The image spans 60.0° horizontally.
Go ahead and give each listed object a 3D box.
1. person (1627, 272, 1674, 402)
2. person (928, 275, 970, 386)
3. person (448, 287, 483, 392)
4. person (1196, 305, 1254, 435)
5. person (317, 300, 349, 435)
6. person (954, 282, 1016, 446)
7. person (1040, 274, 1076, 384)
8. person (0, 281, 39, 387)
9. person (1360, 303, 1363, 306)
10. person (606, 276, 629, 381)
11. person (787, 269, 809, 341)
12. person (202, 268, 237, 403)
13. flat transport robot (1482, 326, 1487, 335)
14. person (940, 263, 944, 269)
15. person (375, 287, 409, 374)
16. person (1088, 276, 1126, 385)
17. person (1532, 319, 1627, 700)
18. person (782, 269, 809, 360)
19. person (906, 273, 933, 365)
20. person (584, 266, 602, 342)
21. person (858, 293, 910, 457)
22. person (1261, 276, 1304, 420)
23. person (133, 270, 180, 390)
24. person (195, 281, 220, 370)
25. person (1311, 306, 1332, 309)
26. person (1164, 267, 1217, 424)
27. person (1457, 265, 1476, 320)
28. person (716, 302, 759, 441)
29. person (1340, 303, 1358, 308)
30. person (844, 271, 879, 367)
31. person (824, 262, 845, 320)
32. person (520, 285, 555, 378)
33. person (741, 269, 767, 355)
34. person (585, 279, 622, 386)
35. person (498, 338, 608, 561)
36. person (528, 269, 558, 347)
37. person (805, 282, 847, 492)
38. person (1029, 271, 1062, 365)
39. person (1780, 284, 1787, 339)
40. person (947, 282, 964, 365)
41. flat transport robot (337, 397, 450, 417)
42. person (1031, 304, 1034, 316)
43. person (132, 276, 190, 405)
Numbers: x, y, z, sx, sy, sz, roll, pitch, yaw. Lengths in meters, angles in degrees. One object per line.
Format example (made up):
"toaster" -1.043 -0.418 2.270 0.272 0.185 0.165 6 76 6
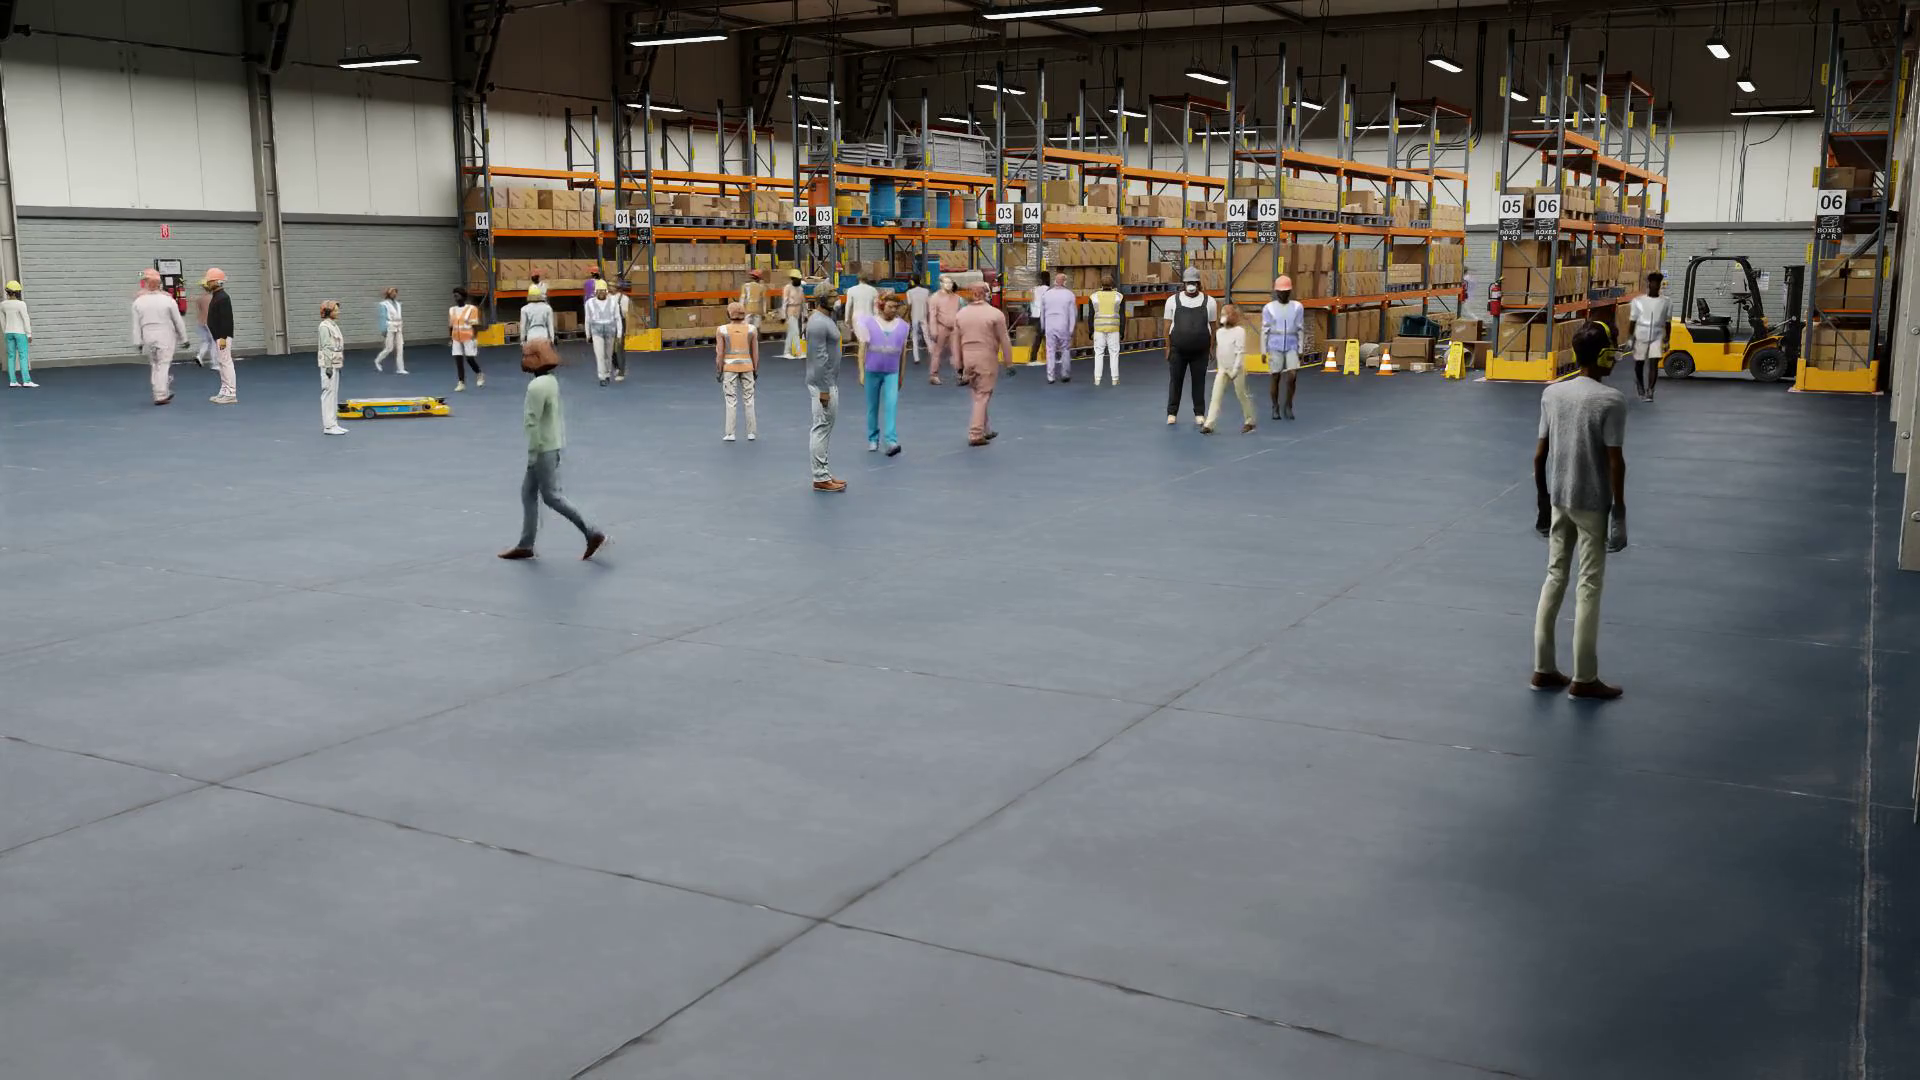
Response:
"person" 10.397 -3.067 25.072 0.616 1.945 0.823 4 10 21
"person" -0.208 -3.497 27.862 0.664 1.848 1.013 -7 12 -34
"person" -7.952 -3.217 26.692 0.551 1.684 0.472 3 10 15
"person" 3.295 -2.069 20.290 0.877 1.581 0.509 -8 12 -38
"person" -7.698 -2.111 20.372 0.315 1.640 0.515 -2 10 -9
"person" 0.315 -2.043 19.314 0.660 1.871 0.924 7 12 34
"person" 1.701 -3.626 28.595 0.663 1.864 0.913 2 10 14
"person" -15.642 -3.408 27.600 0.522 1.769 0.311 2 10 11
"person" 10.980 -6.634 46.270 0.514 1.849 0.805 4 11 24
"person" -6.006 -3.683 29.021 0.553 1.826 0.449 2 10 11
"person" -3.934 -5.652 40.397 0.589 1.881 0.354 5 11 28
"person" -11.016 -3.036 24.755 0.390 1.993 0.612 -7 12 -34
"flat transport robot" 14.205 -5.804 45.996 0.652 0.197 1.431 3 10 15
"person" -0.525 -6.393 44.411 0.605 2.007 1.002 4 11 24
"person" -10.538 -3.876 30.765 0.589 1.619 0.519 4 11 23
"person" 2.477 -3.529 28.083 0.636 1.842 0.429 1 10 5
"person" 3.069 -0.148 8.212 0.310 1.868 0.533 -6 11 -30
"person" -3.417 -4.742 35.034 0.876 1.887 0.607 5 11 27
"person" -0.787 -4.387 33.133 0.524 1.842 0.713 -3 10 -17
"person" -9.185 -5.975 42.181 0.576 1.906 0.787 6 11 31
"person" -0.827 -1.815 18.236 0.584 1.769 1.007 -2 10 -10
"person" 4.274 -2.531 22.022 0.575 1.911 0.642 0 10 2
"person" -13.150 -3.452 27.318 0.613 1.941 1.008 0 10 0
"person" -14.317 -4.108 31.718 0.537 1.754 0.448 6 12 33
"person" 9.724 -6.314 44.449 0.636 1.822 0.698 9 13 41
"person" 2.980 -2.506 21.510 0.675 2.000 0.537 1 10 5
"person" 14.454 -6.871 47.412 0.705 1.924 0.633 2 10 12
"person" -2.615 -1.975 19.578 0.511 1.639 0.308 -4 10 -20
"person" 10.496 -6.410 44.990 0.645 1.817 0.753 7 12 34
"person" -1.887 -4.271 32.305 0.632 1.895 1.006 -5 11 -28
"person" -2.887 -5.480 38.915 0.389 2.045 0.606 9 13 42
"person" -6.638 -3.129 26.050 0.511 1.721 0.556 -5 11 -27
"person" -4.543 -5.010 36.612 0.601 1.888 0.498 -2 10 -12
"person" -6.025 -3.509 28.123 0.603 1.792 0.911 -3 10 -16
"person" -2.915 -0.638 11.847 0.769 1.602 0.507 0 10 -2
"person" -9.968 -5.484 39.429 0.560 1.891 1.007 5 11 28
"person" -1.245 -1.417 15.433 0.372 1.940 0.631 0 10 0
"person" 1.784 -4.415 33.193 0.946 1.869 0.650 -3 10 -16
"person" 21.294 -6.055 42.622 0.594 1.926 0.366 -8 13 -41
"person" -0.180 -4.347 33.430 0.538 1.651 0.867 -3 10 -17
"flat transport robot" -7.728 -1.814 22.634 1.431 0.197 0.652 -4 11 -22
"person" 1.939 -5.299 38.364 0.599 1.865 0.423 4 11 23
"person" -11.760 -2.946 24.587 0.656 1.865 0.918 1 10 4
